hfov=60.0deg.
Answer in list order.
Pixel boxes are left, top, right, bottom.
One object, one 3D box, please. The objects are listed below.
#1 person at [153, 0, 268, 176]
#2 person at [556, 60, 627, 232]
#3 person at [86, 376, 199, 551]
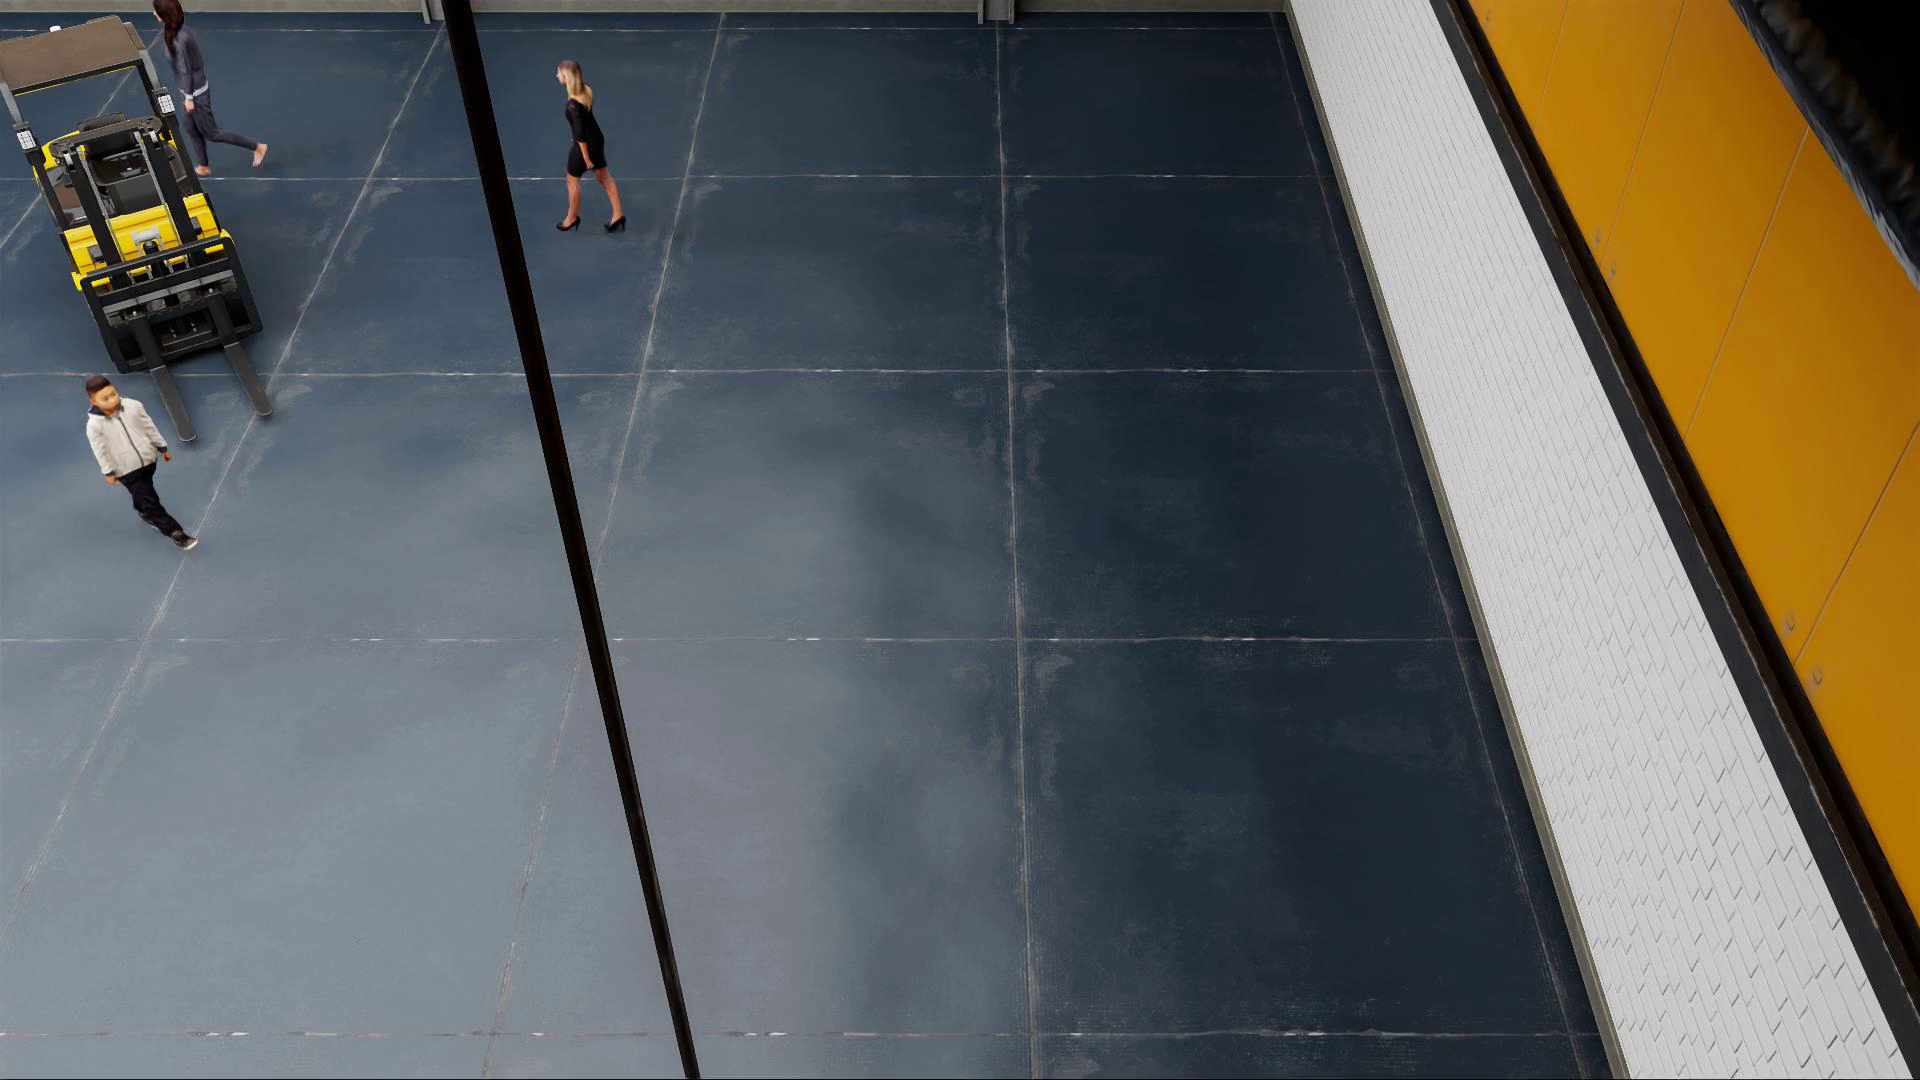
[{"bbox_3d":[-6.920,-4.124,15.216,1.129,1.745,0.921,-20,47,-20],"label":"person"},{"bbox_3d":[-3.166,-3.410,14.534,0.879,1.652,0.648,7,44,8],"label":"person"},{"bbox_3d":[-5.877,-0.579,11.731,1.030,1.420,0.876,20,47,20],"label":"person"}]
